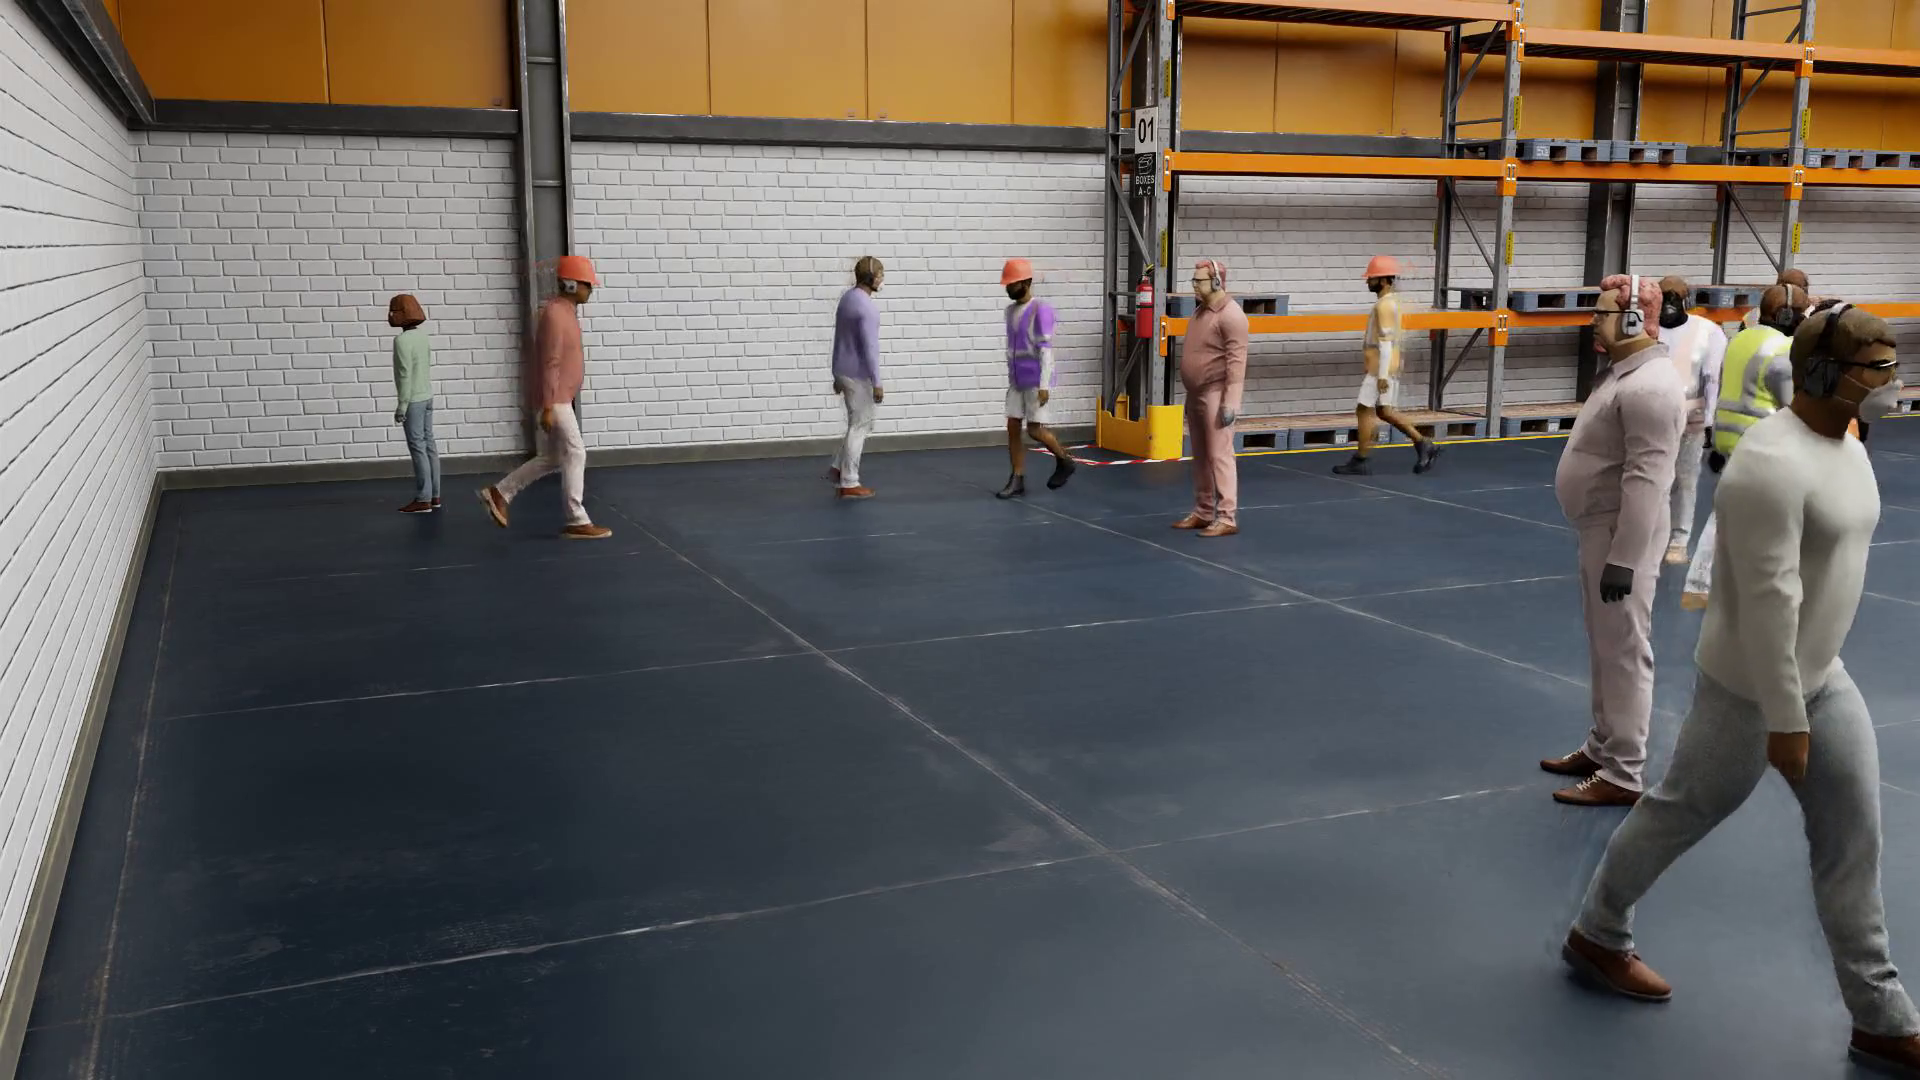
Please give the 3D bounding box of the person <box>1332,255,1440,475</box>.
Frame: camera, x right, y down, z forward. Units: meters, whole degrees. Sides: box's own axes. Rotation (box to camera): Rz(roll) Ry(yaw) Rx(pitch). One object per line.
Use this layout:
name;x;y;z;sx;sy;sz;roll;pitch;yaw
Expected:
person;3.703;-1.489;14.323;0.832;1.915;0.551;3;11;19

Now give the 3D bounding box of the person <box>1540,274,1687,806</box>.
person;2.356;0.004;6.015;0.408;1.908;0.641;2;10;13

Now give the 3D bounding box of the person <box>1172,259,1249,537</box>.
person;1.711;-0.975;11.473;0.402;1.904;0.651;-3;11;-18

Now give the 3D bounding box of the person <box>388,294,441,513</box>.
person;-4.101;-1.020;12.476;0.280;1.632;0.501;1;10;4

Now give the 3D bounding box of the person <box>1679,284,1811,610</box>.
person;4.434;-0.487;9.069;0.958;1.790;0.642;1;10;3

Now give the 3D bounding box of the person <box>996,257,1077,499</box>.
person;0.599;-1.275;13.149;0.705;1.906;0.560;-8;13;-39

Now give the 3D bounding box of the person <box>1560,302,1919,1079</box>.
person;2.038;0.350;4.176;0.642;1.885;1.041;-8;13;-39

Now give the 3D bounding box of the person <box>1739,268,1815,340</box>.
person;5.958;-1.039;12.055;0.628;1.833;0.434;9;14;42

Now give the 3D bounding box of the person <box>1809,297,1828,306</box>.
person;6.685;-1.103;13.044;0.856;1.593;0.527;-4;11;-22

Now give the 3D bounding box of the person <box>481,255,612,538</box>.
person;-2.834;-0.963;11.325;0.822;1.949;0.621;-1;10;-5

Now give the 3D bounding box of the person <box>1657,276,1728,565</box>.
person;4.341;-0.702;10.233;0.646;1.802;0.889;6;12;32

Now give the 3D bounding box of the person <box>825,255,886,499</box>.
person;-0.804;-1.274;13.112;0.457;1.913;0.695;-4;11;-22

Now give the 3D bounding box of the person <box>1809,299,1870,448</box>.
person;4.948;-0.533;9.585;0.538;1.695;0.320;6;12;32
